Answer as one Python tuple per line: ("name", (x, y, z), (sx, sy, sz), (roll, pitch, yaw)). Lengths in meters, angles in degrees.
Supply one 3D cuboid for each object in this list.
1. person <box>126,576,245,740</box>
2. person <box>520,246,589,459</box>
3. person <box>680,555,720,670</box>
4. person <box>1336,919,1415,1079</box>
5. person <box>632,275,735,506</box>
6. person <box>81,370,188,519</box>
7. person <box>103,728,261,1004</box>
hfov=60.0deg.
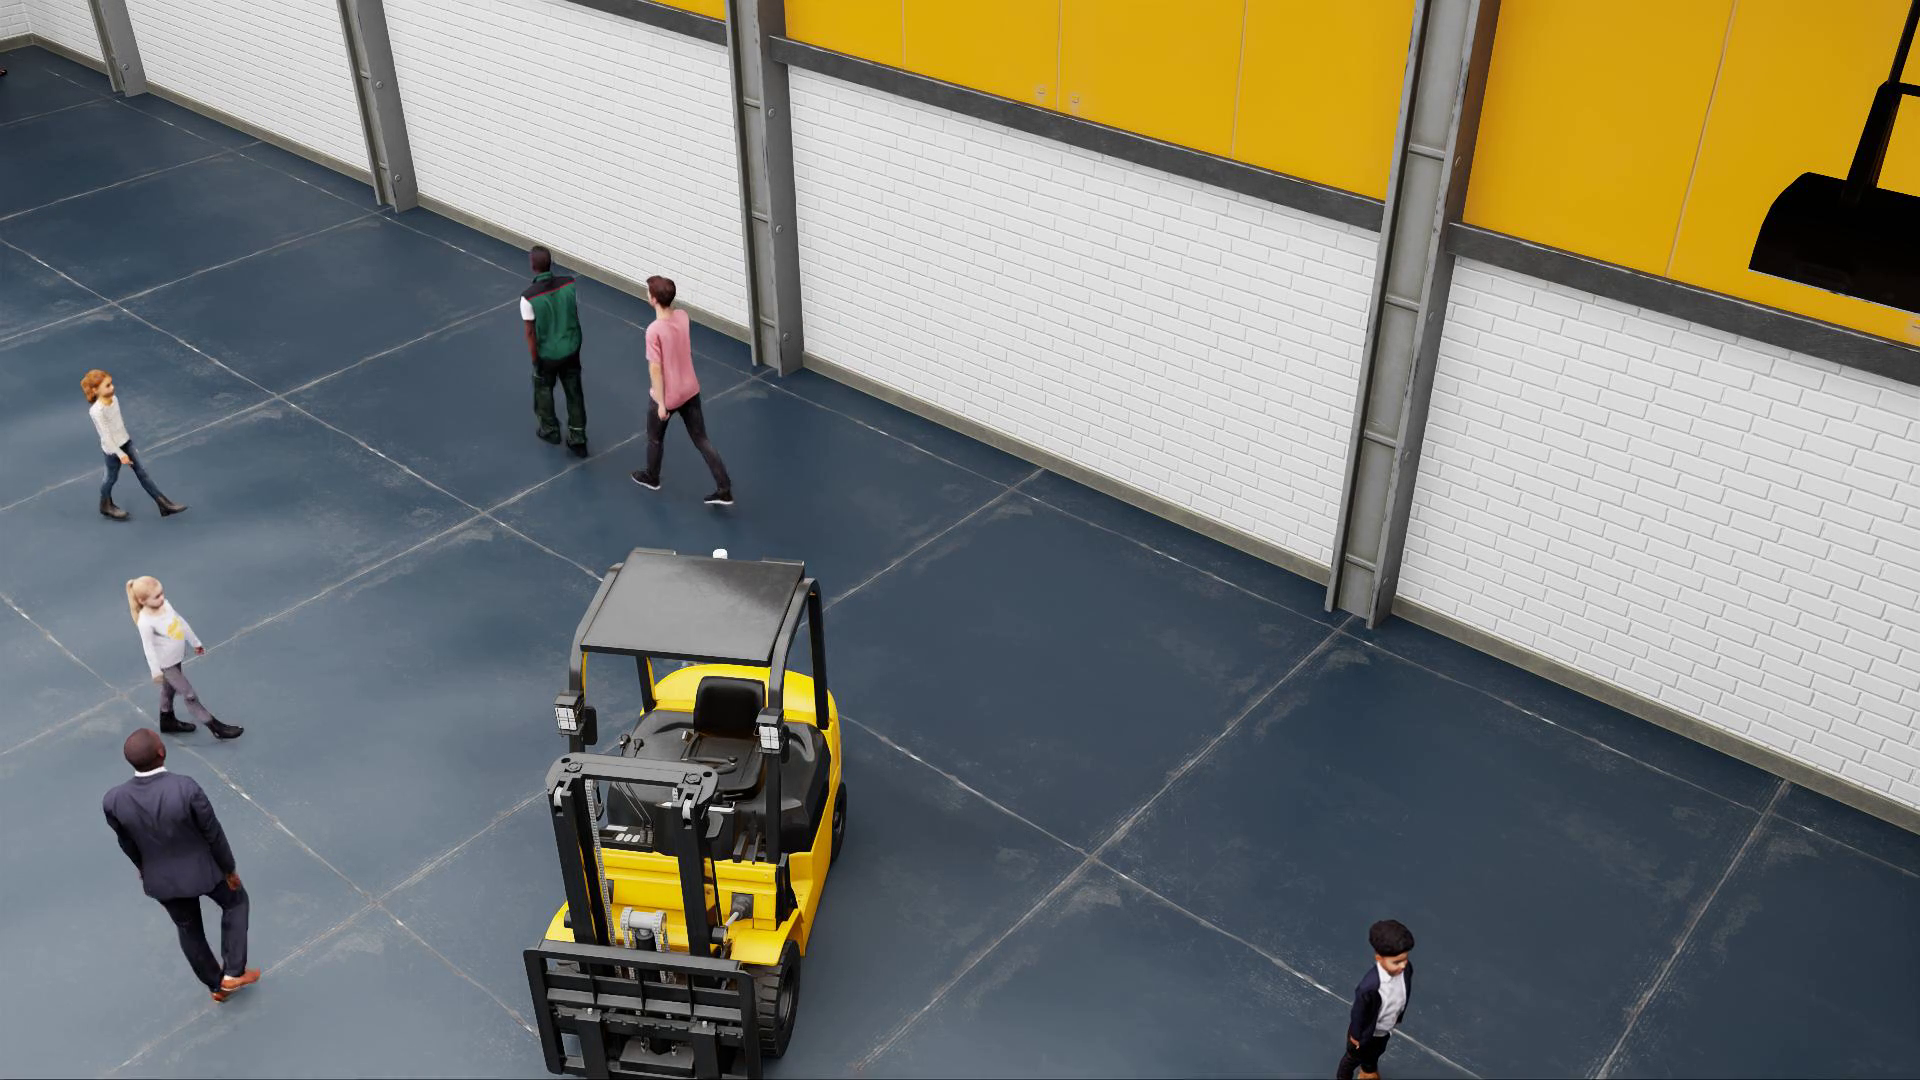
("person", (-5.137, 0.766, 10.664), (0.893, 1.253, 0.801), (-1, 34, -1))
("person", (-3.239, -1.492, 13.549), (0.771, 1.819, 0.880), (-22, 40, -30))
("person", (-1.598, 0.678, 10.761), (0.784, 1.291, 0.667), (13, 36, 18))
("person", (2.068, 2.359, 8.295), (0.553, 1.223, 0.553), (-18, 38, -25))
("person", (-2.125, -1.092, 12.865), (1.267, 1.909, 0.720), (20, 38, 27))
("person", (-6.571, -0.695, 12.835), (0.974, 1.281, 0.791), (4, 34, 6))
("person", (-4.034, 1.774, 8.641), (0.815, 1.813, 0.873), (-3, 34, -4))
